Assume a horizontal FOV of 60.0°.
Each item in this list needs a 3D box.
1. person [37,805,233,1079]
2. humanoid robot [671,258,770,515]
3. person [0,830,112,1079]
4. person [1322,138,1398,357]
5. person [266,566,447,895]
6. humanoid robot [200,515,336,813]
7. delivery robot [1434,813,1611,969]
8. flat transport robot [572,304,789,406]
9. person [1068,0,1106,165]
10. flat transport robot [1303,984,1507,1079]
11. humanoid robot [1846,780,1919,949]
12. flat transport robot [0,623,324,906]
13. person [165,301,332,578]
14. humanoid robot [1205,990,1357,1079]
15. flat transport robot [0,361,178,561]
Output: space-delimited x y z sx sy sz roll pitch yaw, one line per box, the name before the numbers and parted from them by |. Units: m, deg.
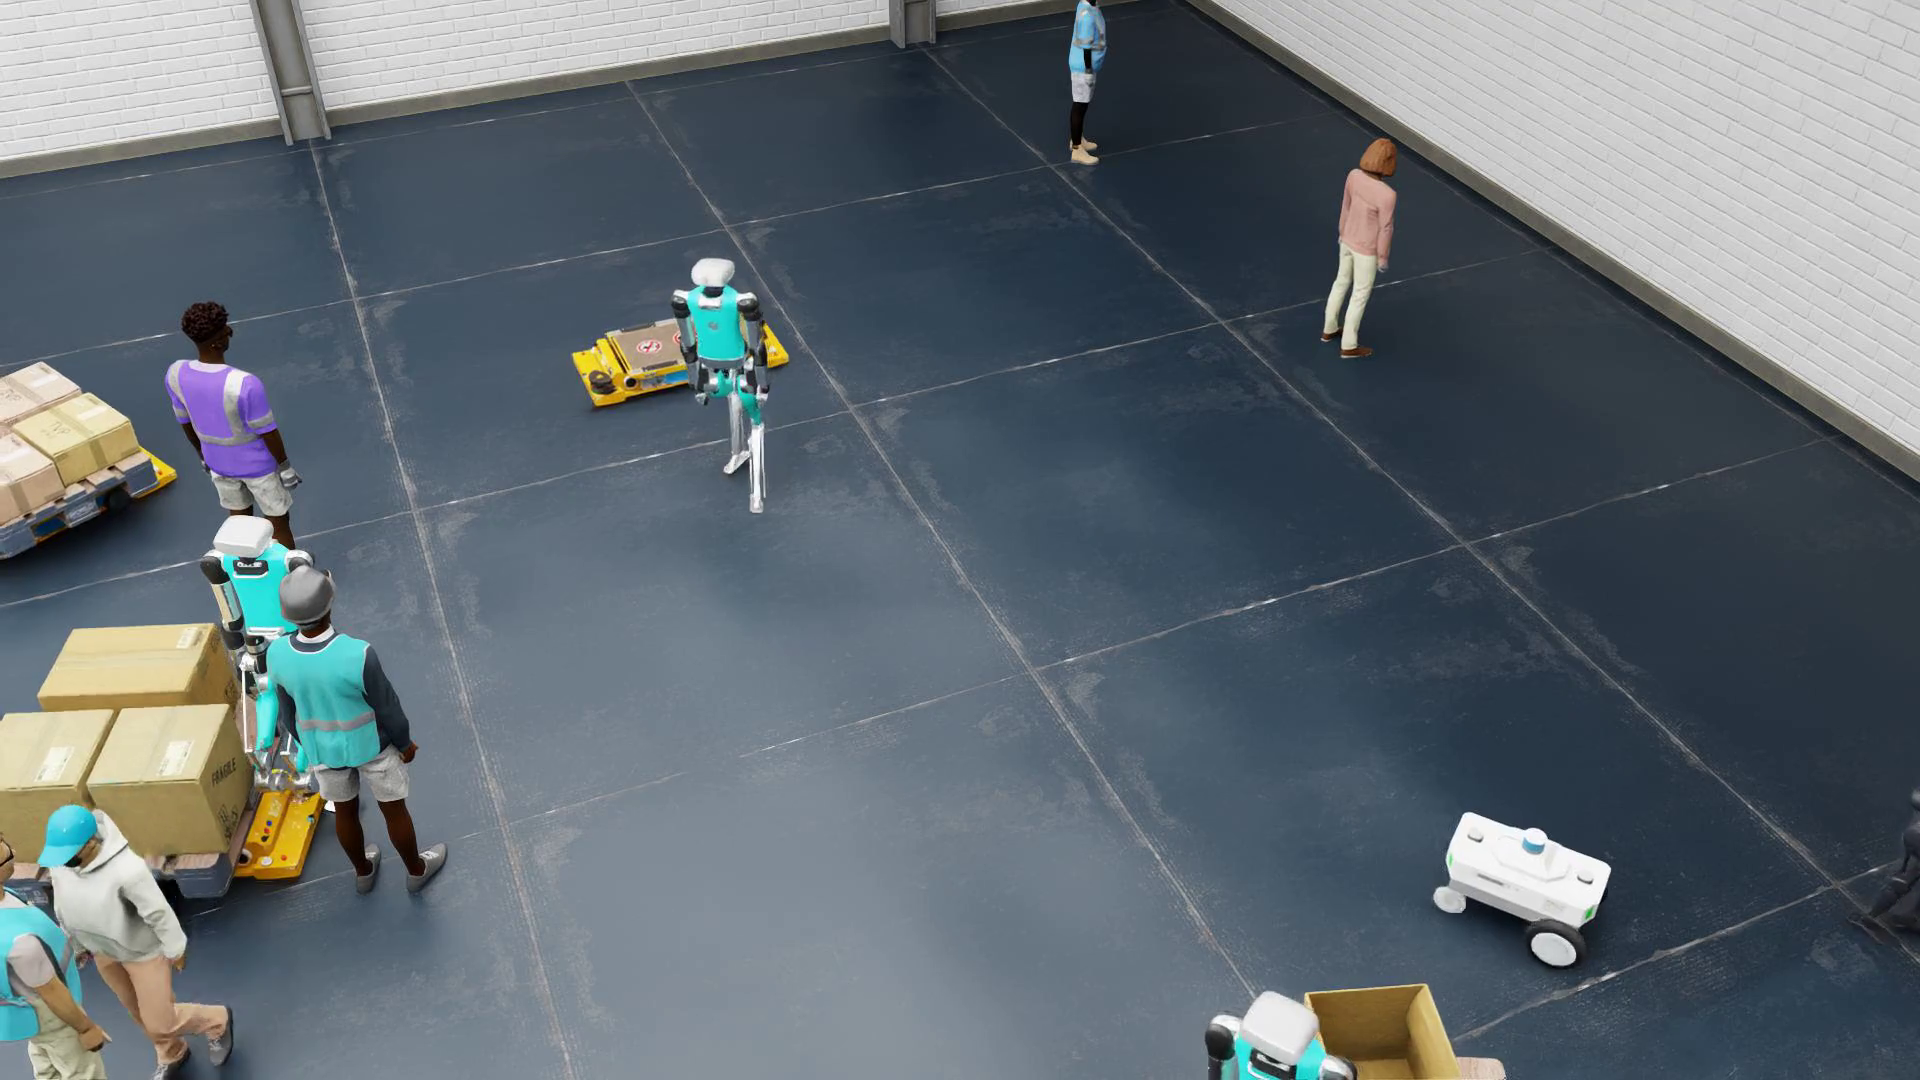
person | -3.459 1.701 6.912 0.485 1.666 0.384 10 39 12
humanoid robot | -1.417 -1.082 10.496 0.530 1.771 0.880 4 38 5
person | -3.644 1.838 6.586 0.564 1.847 0.389 23 43 27
person | 2.878 -2.091 11.882 0.284 1.626 0.504 -15 40 -19
person | -2.819 0.927 7.694 0.552 1.943 0.418 1 38 1
humanoid robot | -3.314 0.728 8.011 0.533 1.677 0.735 1 38 2
delivery robot | 2.682 1.612 7.933 0.765 0.586 0.499 19 42 23
flat transport robot | -2.023 -1.351 12.031 1.431 0.231 0.659 -15 40 -19
person | 1.105 -4.133 14.480 0.322 1.697 0.532 3 38 4
flat transport robot | 1.710 2.777 6.658 1.431 0.231 0.659 2 38 2
humanoid robot | 4.499 1.229 7.513 0.376 1.649 0.601 27 45 31
flat transport robot | -4.001 1.438 8.402 1.431 0.231 0.659 -2 38 -3
person | -4.086 -0.474 9.499 0.613 1.963 0.361 10 39 12
humanoid robot | 0.998 2.437 5.942 0.554 1.843 0.731 19 41 23
flat transport robot | -5.842 -0.258 10.609 0.659 0.231 1.431 27 45 30
